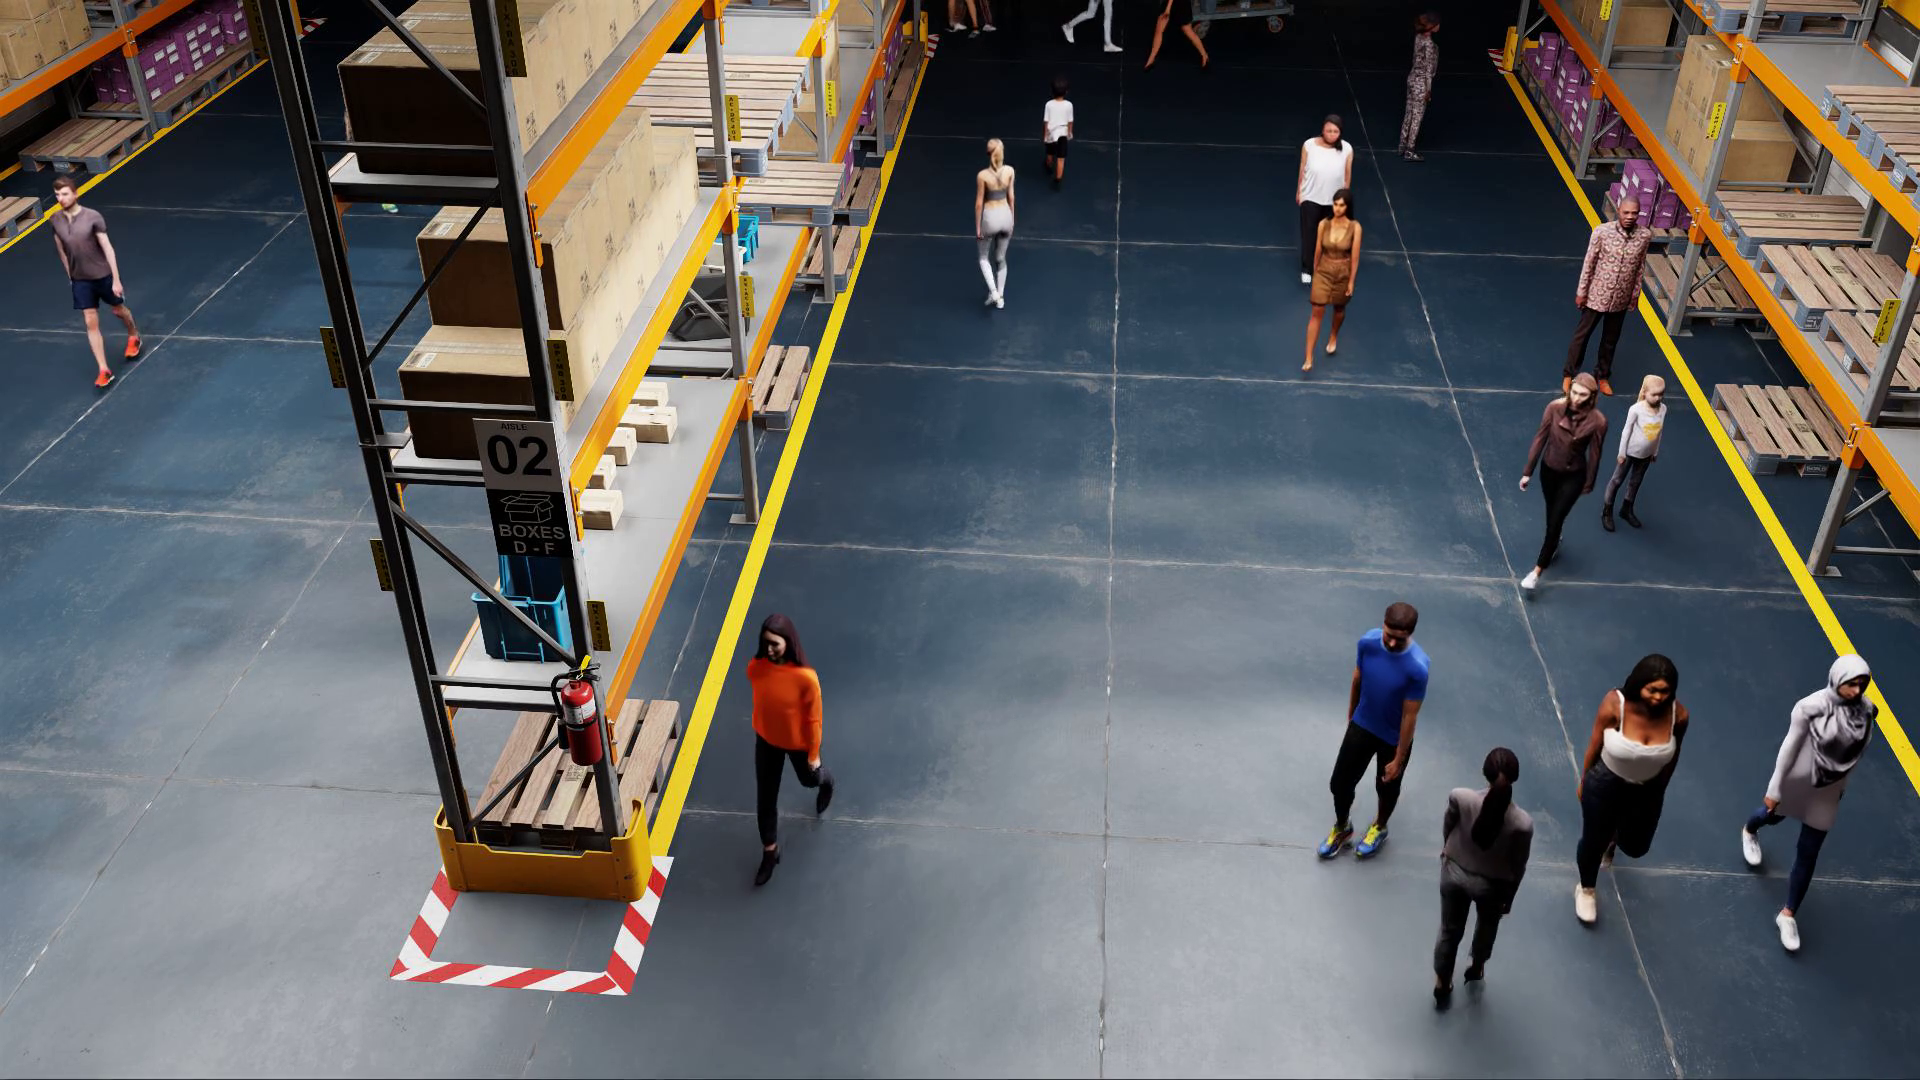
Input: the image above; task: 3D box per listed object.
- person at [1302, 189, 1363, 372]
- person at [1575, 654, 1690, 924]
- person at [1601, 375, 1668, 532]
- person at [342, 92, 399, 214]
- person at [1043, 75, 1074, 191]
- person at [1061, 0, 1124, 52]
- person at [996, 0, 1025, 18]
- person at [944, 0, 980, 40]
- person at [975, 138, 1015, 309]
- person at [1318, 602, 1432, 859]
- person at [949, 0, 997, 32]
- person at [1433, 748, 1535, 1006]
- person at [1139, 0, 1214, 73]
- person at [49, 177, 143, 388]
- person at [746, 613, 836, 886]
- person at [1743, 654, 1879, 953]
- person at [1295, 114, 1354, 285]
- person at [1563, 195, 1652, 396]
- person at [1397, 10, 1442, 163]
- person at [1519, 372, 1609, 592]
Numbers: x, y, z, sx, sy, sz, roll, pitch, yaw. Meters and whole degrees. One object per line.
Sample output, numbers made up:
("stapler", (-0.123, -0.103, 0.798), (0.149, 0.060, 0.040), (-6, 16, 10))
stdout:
("person", (3.385, -2.360, 14.921), (0.752, 1.646, 1.104), (12, 35, 17))
("person", (3.667, 1.314, 9.260), (0.686, 1.795, 0.873), (7, 34, 10))
("person", (5.184, -0.689, 12.740), (0.536, 1.279, 0.556), (-6, 34, -9))
("person", (-6.289, -4.342, 17.891), (1.095, 1.661, 1.150), (-25, 41, -32))
("person", (1.098, -4.518, 18.543), (0.570, 1.231, 0.864), (-2, 34, -3))
("person", (1.807, -7.520, 22.616), (0.947, 1.721, 1.145), (16, 37, 23))
("person", (0.736, -8.533, 23.952), (0.748, 1.931, 0.687), (-4, 34, -6))
("person", (0.055, -7.908, 23.118), (0.978, 1.812, 1.228), (-14, 36, -20))
("person", (0.365, -2.956, 15.777), (0.694, 1.691, 0.777), (-9, 35, -13))
("person", (2.488, 1.063, 9.594), (0.797, 1.843, 0.858), (26, 41, 33))
("person", (0.075, -7.897, 23.364), (0.870, 1.522, 0.966), (13, 36, 18))
("person", (2.631, 1.821, 8.618), (0.726, 1.660, 0.762), (18, 38, 25))
("person", (2.906, -6.910, 21.645), (0.683, 1.782, 1.141), (1, 34, 2))
("person", (-7.639, -2.354, 14.768), (0.808, 1.807, 1.220), (-2, 34, -4))
("person", (-0.947, 1.122, 9.620), (0.837, 1.717, 1.163), (12, 35, 17))
("person", (4.692, 1.326, 9.296), (0.648, 1.734, 1.141), (4, 34, 5))
("person", (3.601, -3.420, 16.512), (0.673, 1.651, 1.074), (4, 34, 6))
("person", (5.628, -2.136, 14.438), (0.681, 1.808, 0.562), (2, 34, 3))
("person", (5.299, -5.246, 19.199), (0.680, 1.717, 0.543), (-4, 34, -6))
("person", (4.410, -0.497, 12.112), (1.022, 1.654, 1.155), (27, 42, 34))
